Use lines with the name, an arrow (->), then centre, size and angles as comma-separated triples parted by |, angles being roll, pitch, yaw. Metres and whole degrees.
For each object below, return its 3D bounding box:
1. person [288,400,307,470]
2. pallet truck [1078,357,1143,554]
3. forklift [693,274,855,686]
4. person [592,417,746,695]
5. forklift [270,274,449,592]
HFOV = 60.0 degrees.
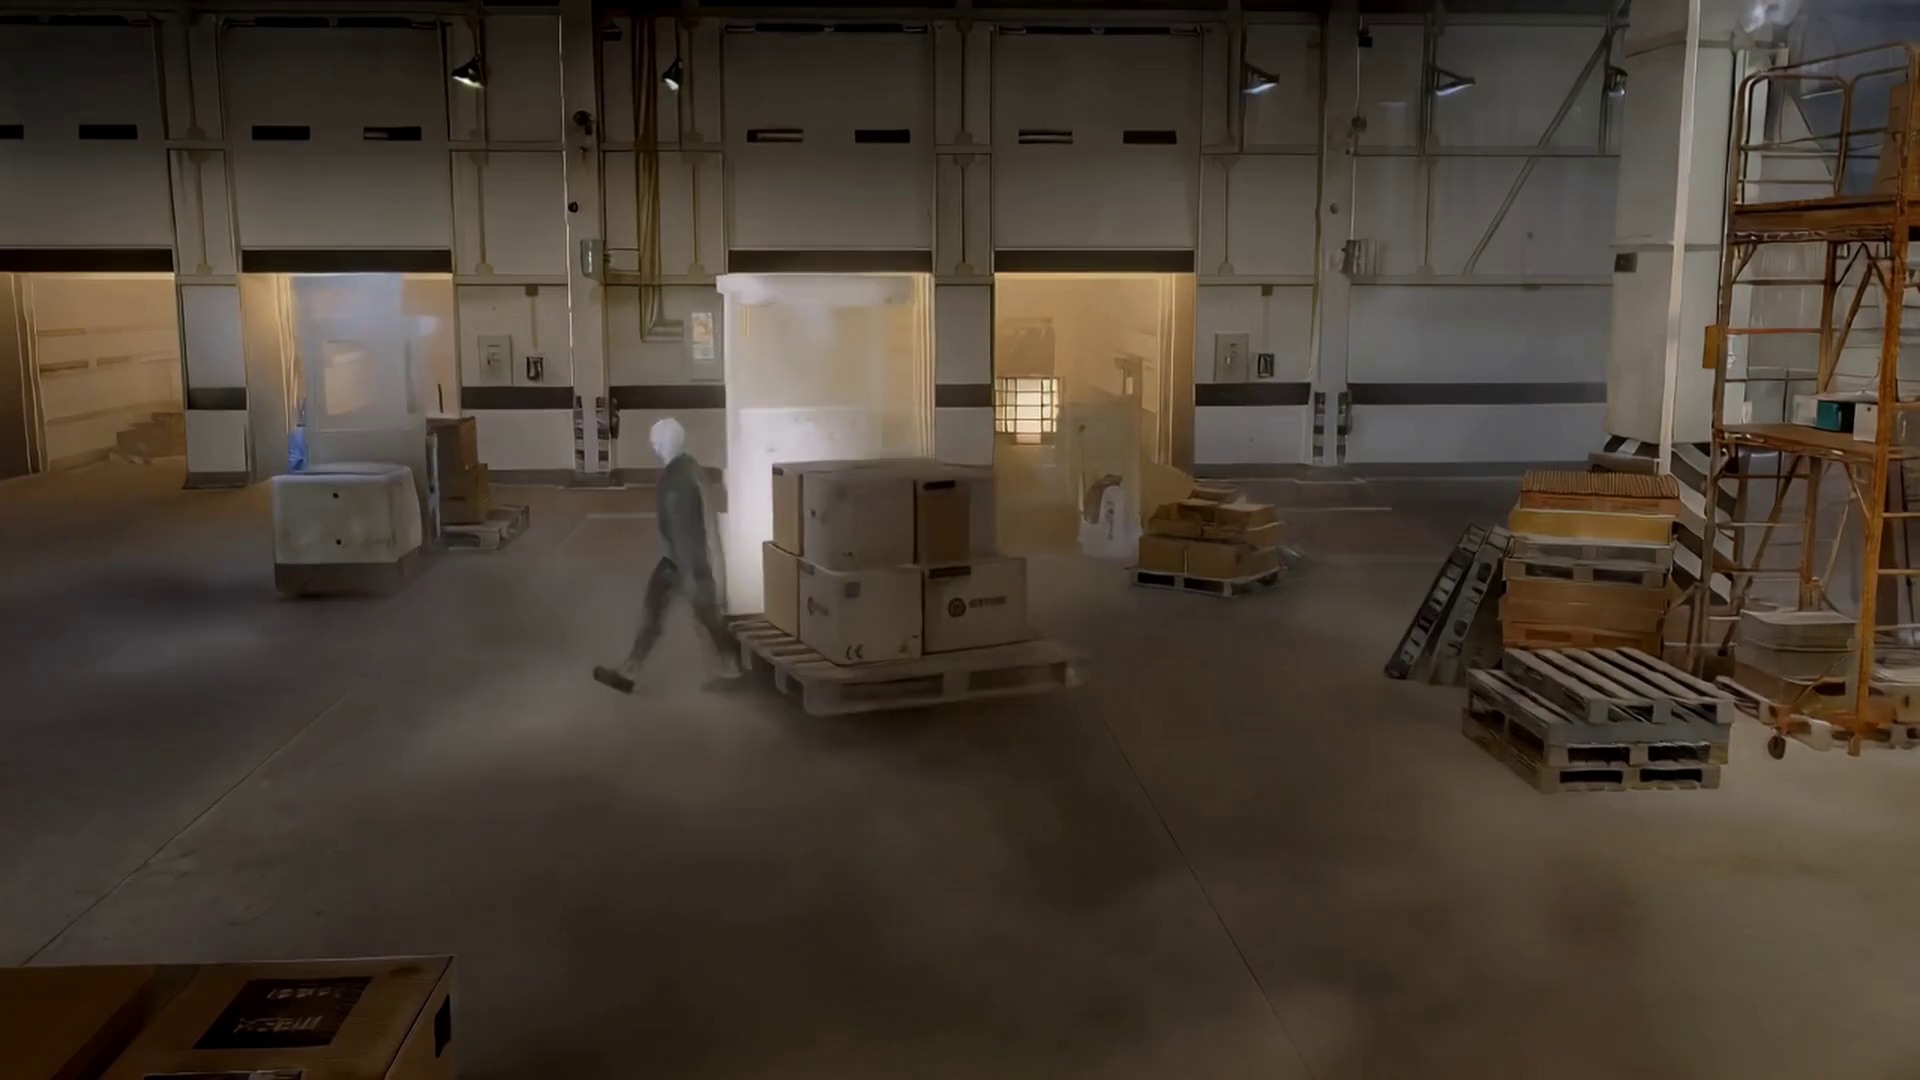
person -> -6.098, -0.535, 15.802 | 0.317, 1.700, 0.537 | 9, 13, 44
pallet truck -> 2.088, -0.836, 16.757 | 1.885, 1.965, 0.823 | 2, 9, 13
forklift -> -1.241, -0.536, 12.112 | 1.129, 2.768, 1.873 | -4, 10, -23
person -> -1.932, 0.117, 11.156 | 1.032, 1.872, 0.641 | 0, 9, 2
forklift -> -5.523, -1.029, 15.205 | 1.129, 2.768, 1.873 | -1, 9, -4
